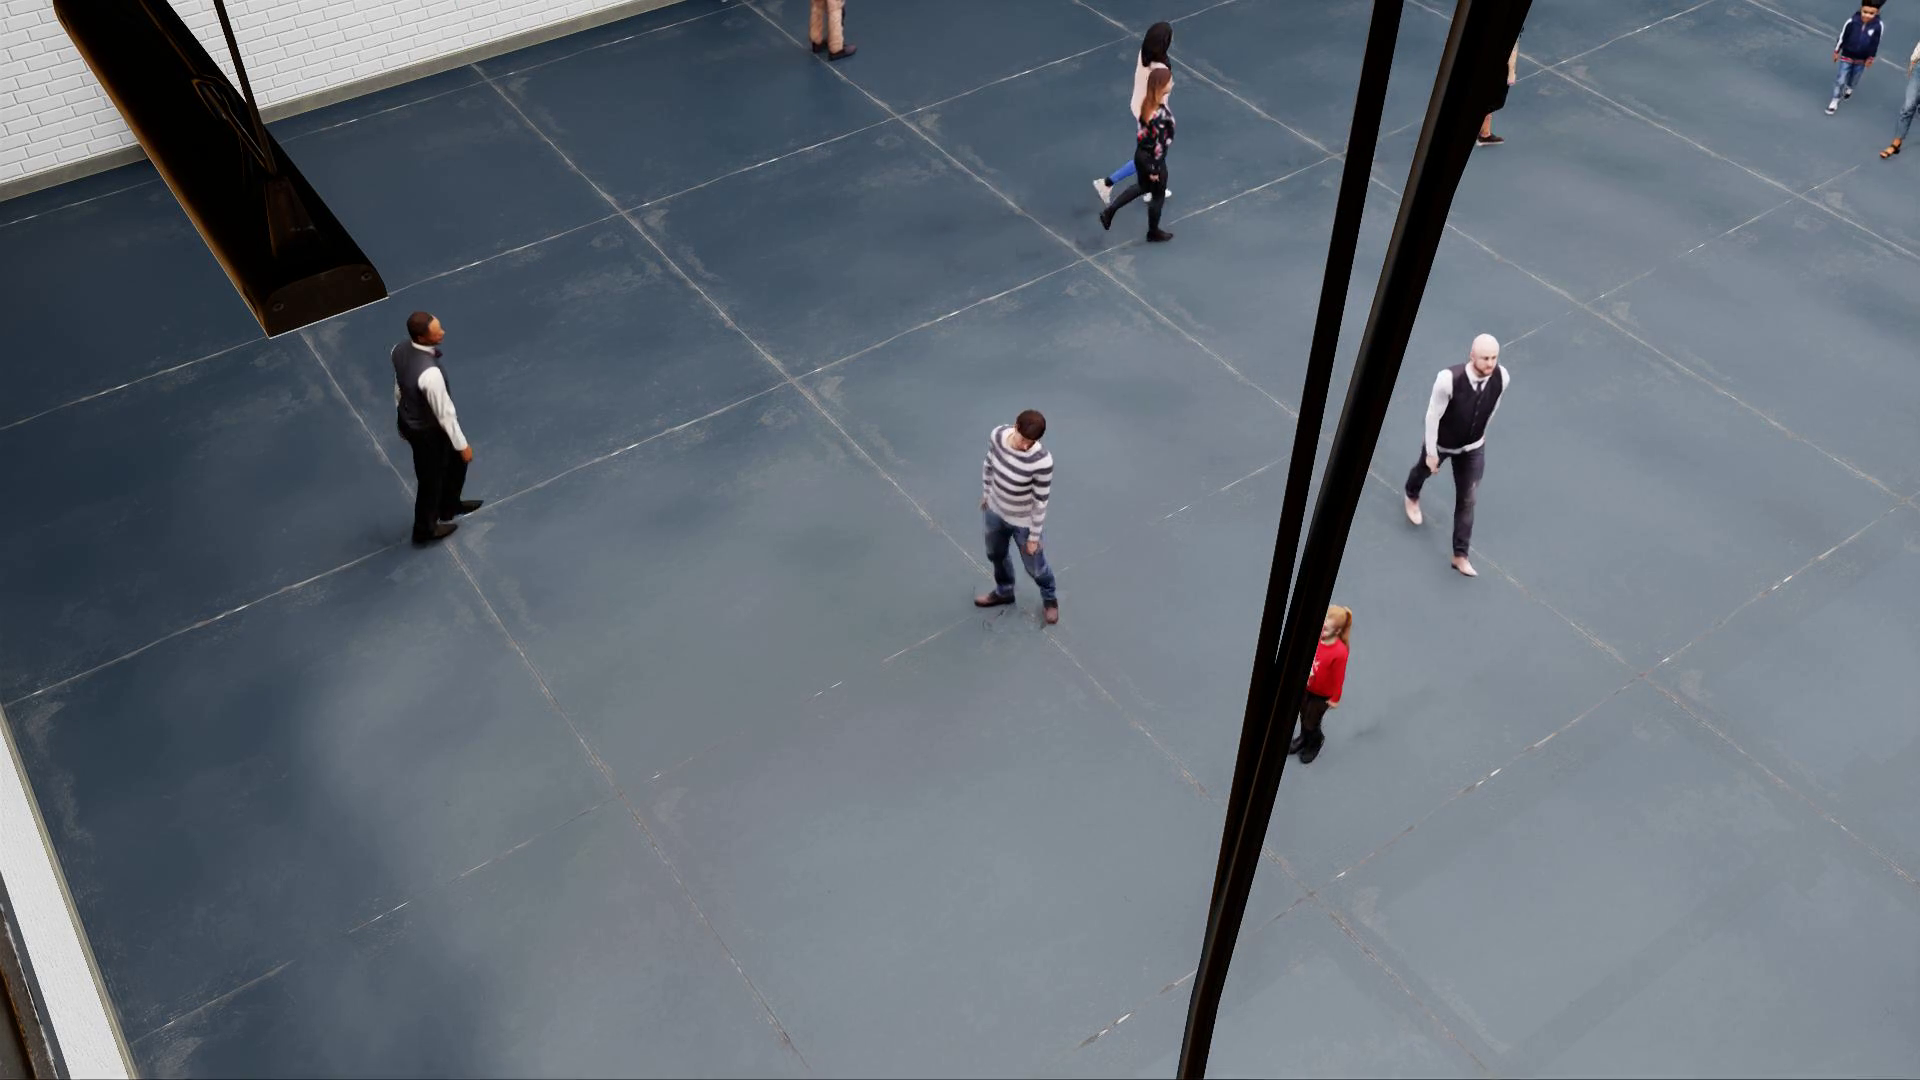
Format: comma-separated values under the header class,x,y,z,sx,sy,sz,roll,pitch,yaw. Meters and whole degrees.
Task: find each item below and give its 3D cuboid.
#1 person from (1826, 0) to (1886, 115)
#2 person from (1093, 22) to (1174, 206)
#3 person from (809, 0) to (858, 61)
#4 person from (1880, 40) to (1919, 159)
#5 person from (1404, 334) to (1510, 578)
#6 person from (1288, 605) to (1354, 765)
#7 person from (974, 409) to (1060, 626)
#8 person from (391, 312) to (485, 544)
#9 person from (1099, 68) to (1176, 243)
class,x,y,z,sx,sy,sz,roll,pitch,yaw
person,8.657,-4.719,16.046,0.659,1.210,0.753,21,47,20
person,1.561,-3.695,14.579,1.109,1.750,0.890,-10,44,-10
person,-1.349,-5.765,16.628,0.743,1.922,0.659,34,53,31
person,8.984,-4.296,15.271,0.812,1.666,0.643,-23,48,-22
person,3.351,-0.705,11.427,1.284,1.770,1.142,-5,44,-6
person,2.228,0.858,10.145,0.495,1.273,0.495,-25,49,-24
person,0.335,-0.192,10.857,0.733,1.813,0.808,-25,49,-24
person,-3.714,-0.734,11.381,0.796,1.875,0.718,-31,52,-29
person,1.550,-3.253,14.175,0.983,1.668,0.785,-9,44,-10
